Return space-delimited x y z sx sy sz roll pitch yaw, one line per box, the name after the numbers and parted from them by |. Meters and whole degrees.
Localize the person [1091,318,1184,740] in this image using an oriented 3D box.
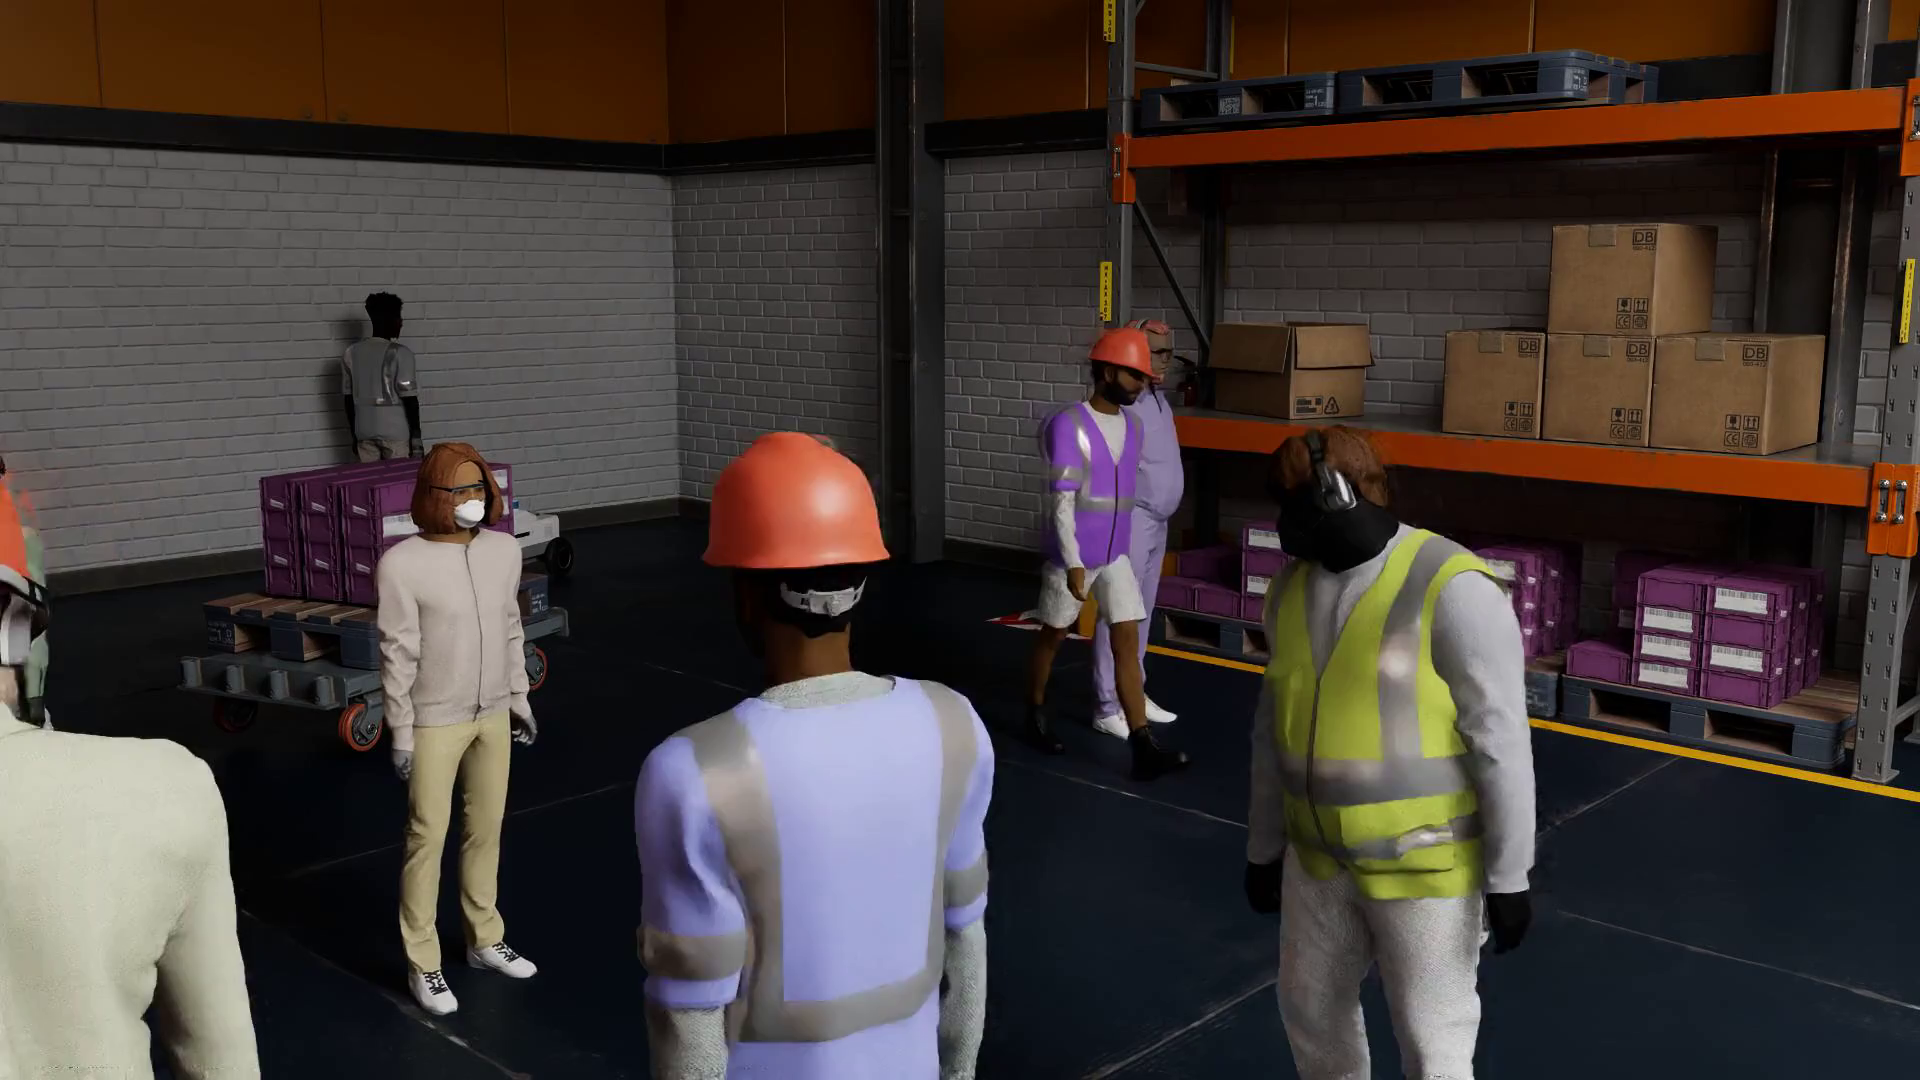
0.810 -0.051 7.563 0.404 1.900 0.637 4 10 24 | person

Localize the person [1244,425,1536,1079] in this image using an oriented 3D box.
0.882 0.673 3.439 0.433 1.807 0.725 -6 11 -35 | person

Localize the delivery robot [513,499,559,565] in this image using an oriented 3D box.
-3.032 -0.030 11.256 0.477 0.478 0.707 3 10 21 | delivery robot

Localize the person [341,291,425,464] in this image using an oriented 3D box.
-4.007 -0.742 11.621 0.614 1.952 0.362 4 10 22 | person

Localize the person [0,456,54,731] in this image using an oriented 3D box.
-3.088 0.461 5.307 0.516 1.603 0.800 -1 9 -3 | person

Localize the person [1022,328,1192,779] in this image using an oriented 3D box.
0.592 0.052 7.010 0.575 1.863 1.029 -6 11 -33 | person

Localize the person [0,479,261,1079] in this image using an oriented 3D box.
-1.070 0.850 1.894 0.636 1.952 1.018 -9 13 -44 | person

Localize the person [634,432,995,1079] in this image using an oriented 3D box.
-0.157 0.808 2.286 0.554 1.908 0.874 -6 11 -35 | person

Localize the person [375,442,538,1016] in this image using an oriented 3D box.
-1.445 0.527 4.823 0.269 1.632 0.505 6 11 34 | person
